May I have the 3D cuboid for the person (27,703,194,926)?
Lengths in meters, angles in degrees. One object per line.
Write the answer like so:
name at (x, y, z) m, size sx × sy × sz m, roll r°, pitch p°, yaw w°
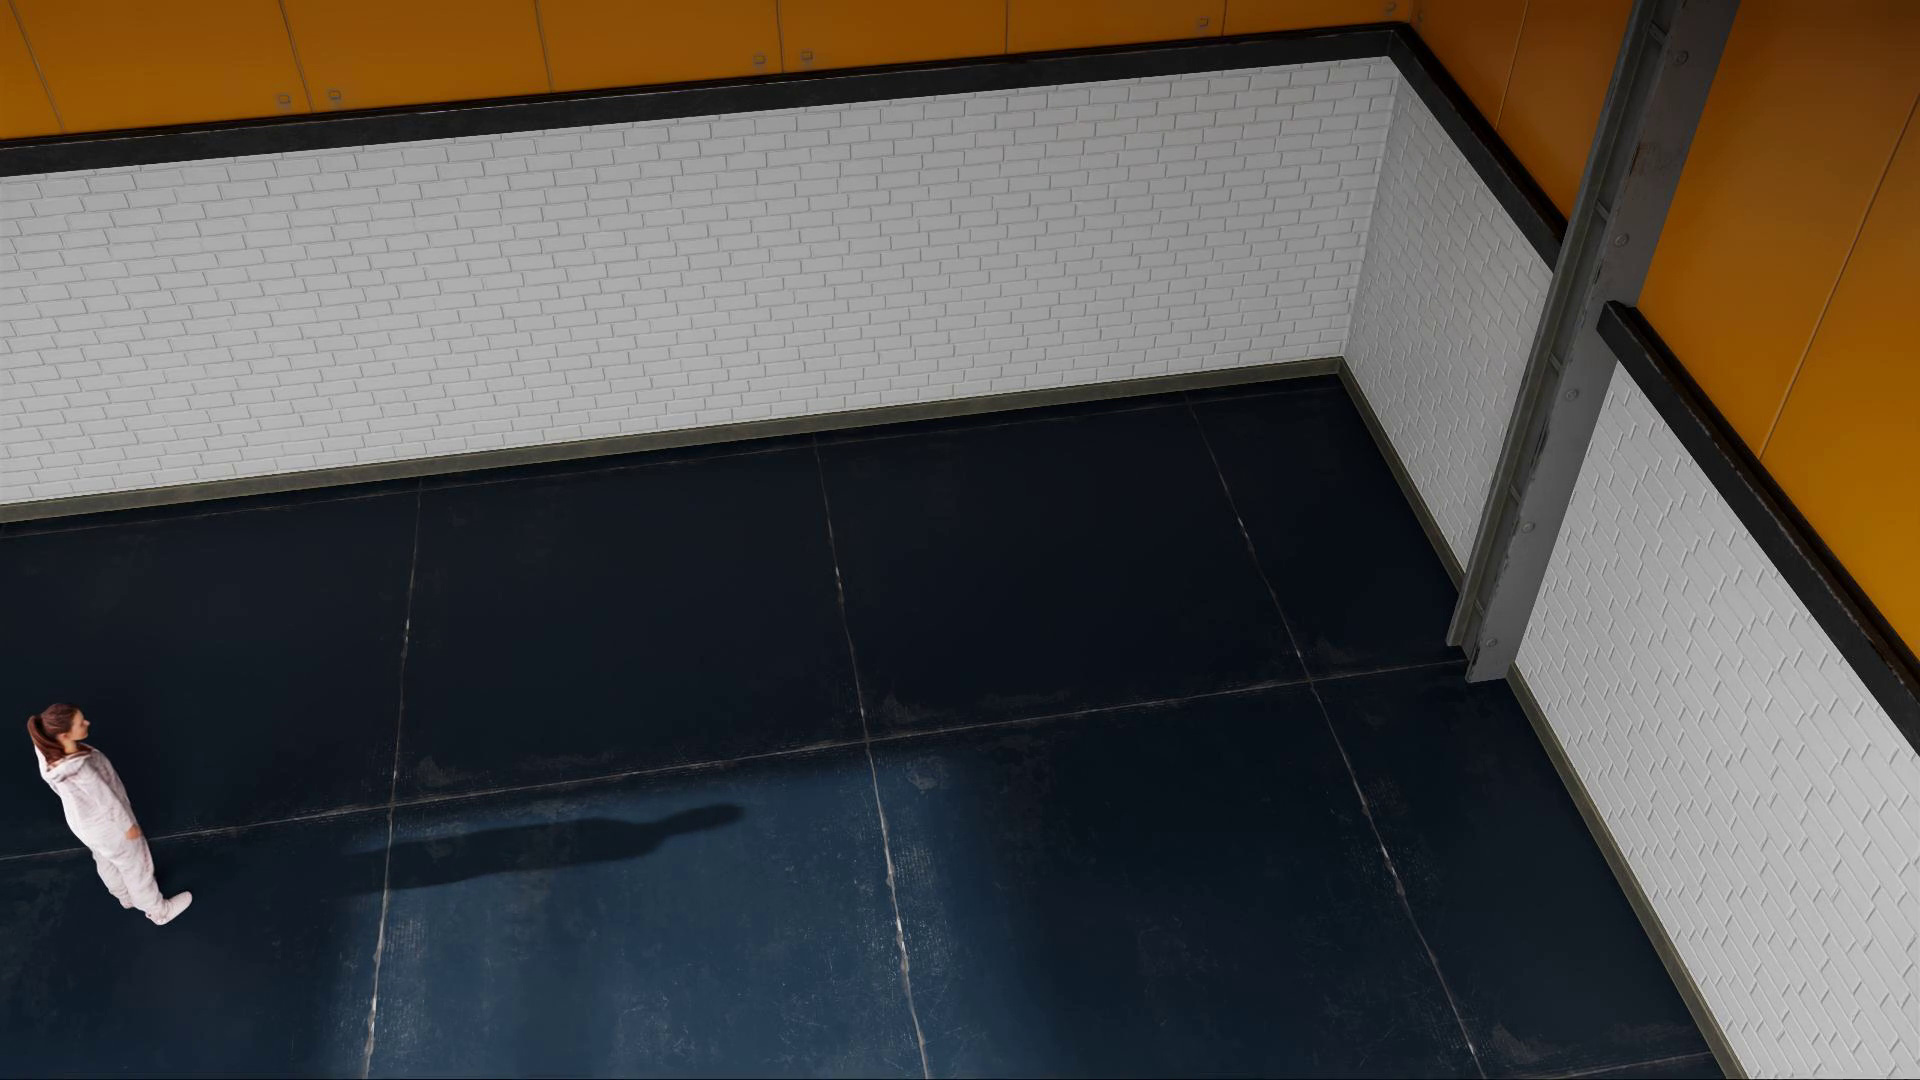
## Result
person at (-4.820, 1.553, 9.296) m, size 0.721 × 1.688 × 0.763 m, roll 21°, pitch 48°, yaw 21°
